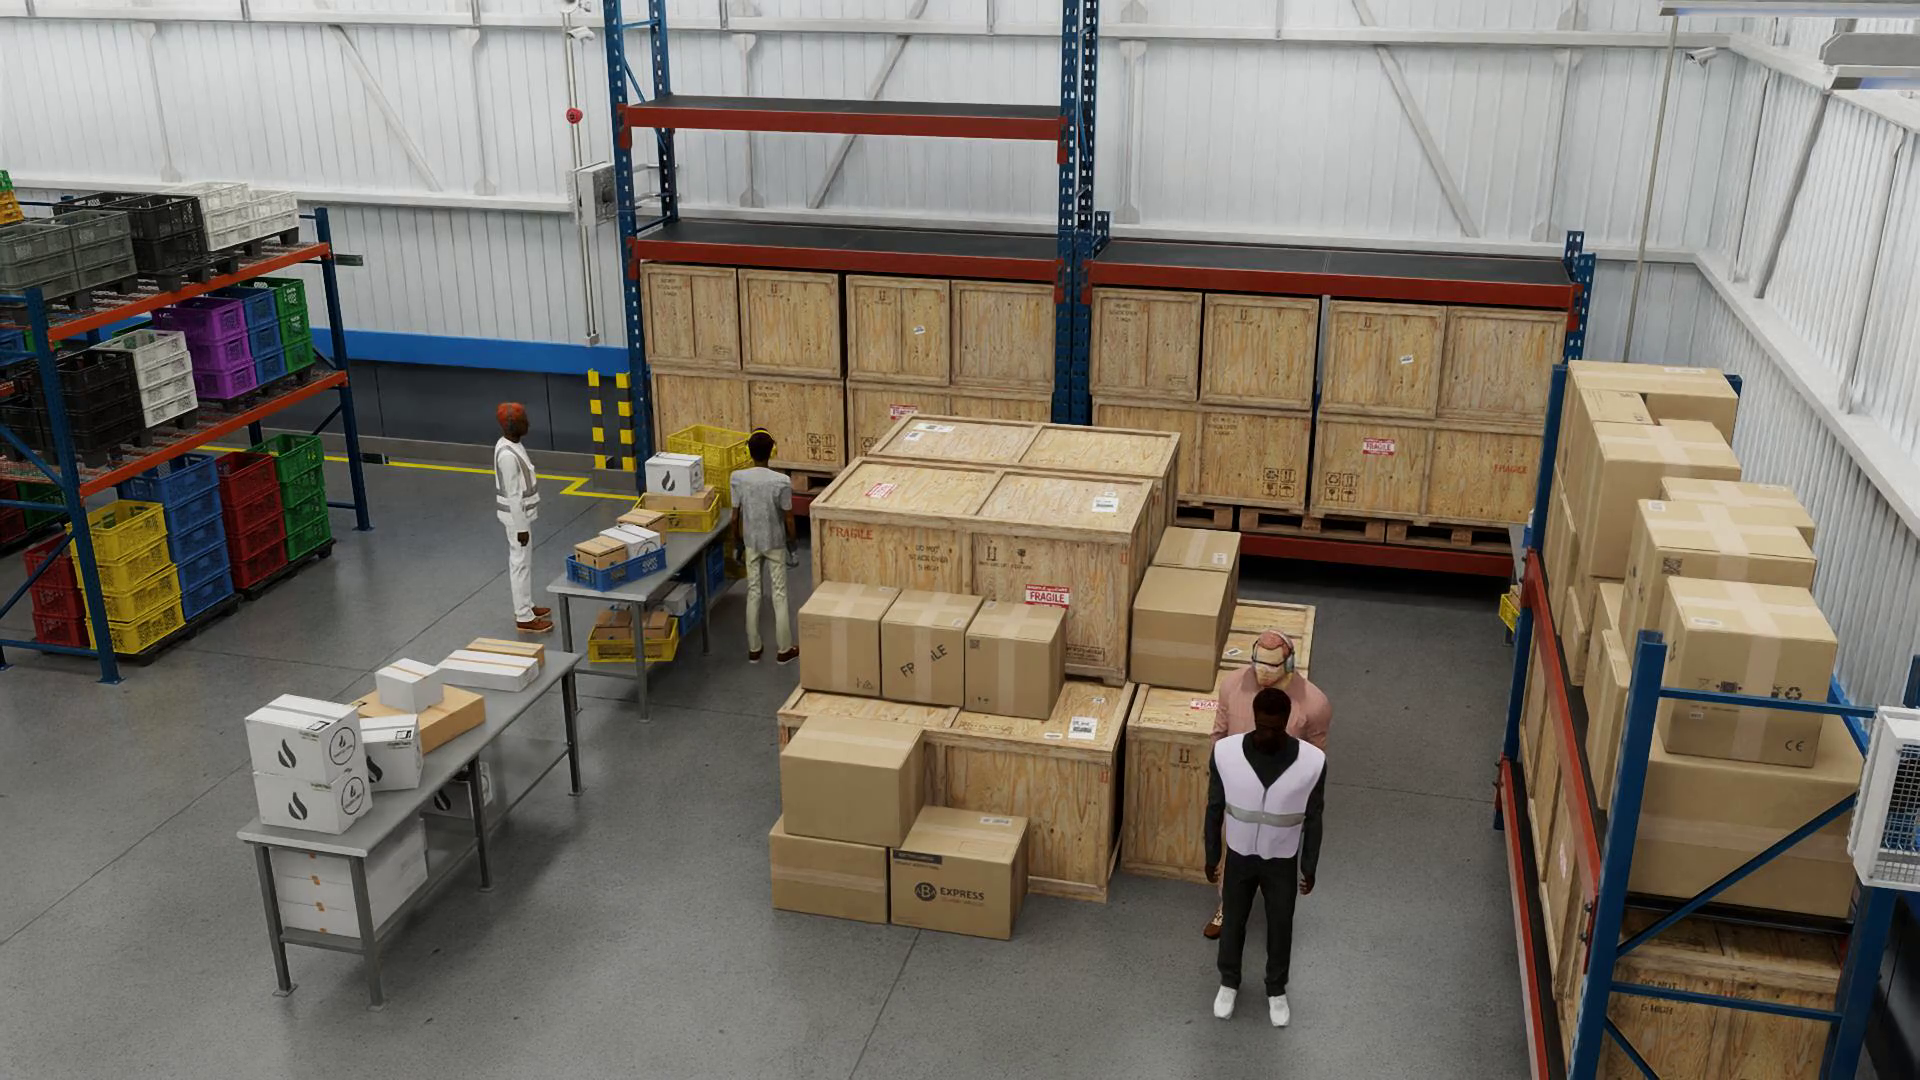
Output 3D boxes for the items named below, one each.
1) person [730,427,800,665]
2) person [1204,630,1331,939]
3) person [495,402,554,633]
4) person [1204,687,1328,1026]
[{"bbox_3d":[-1.476,0.050,12.656,0.532,1.869,0.319,4,21,9],"label":"person"},{"bbox_3d":[1.670,1.384,9.126,0.674,1.902,0.397,11,23,26],"label":"person"},{"bbox_3d":[-3.499,-0.185,13.250,0.353,1.883,0.577,-5,22,-14],"label":"person"},{"bbox_3d":[1.548,1.603,8.543,0.591,1.911,0.385,4,21,11],"label":"person"}]
